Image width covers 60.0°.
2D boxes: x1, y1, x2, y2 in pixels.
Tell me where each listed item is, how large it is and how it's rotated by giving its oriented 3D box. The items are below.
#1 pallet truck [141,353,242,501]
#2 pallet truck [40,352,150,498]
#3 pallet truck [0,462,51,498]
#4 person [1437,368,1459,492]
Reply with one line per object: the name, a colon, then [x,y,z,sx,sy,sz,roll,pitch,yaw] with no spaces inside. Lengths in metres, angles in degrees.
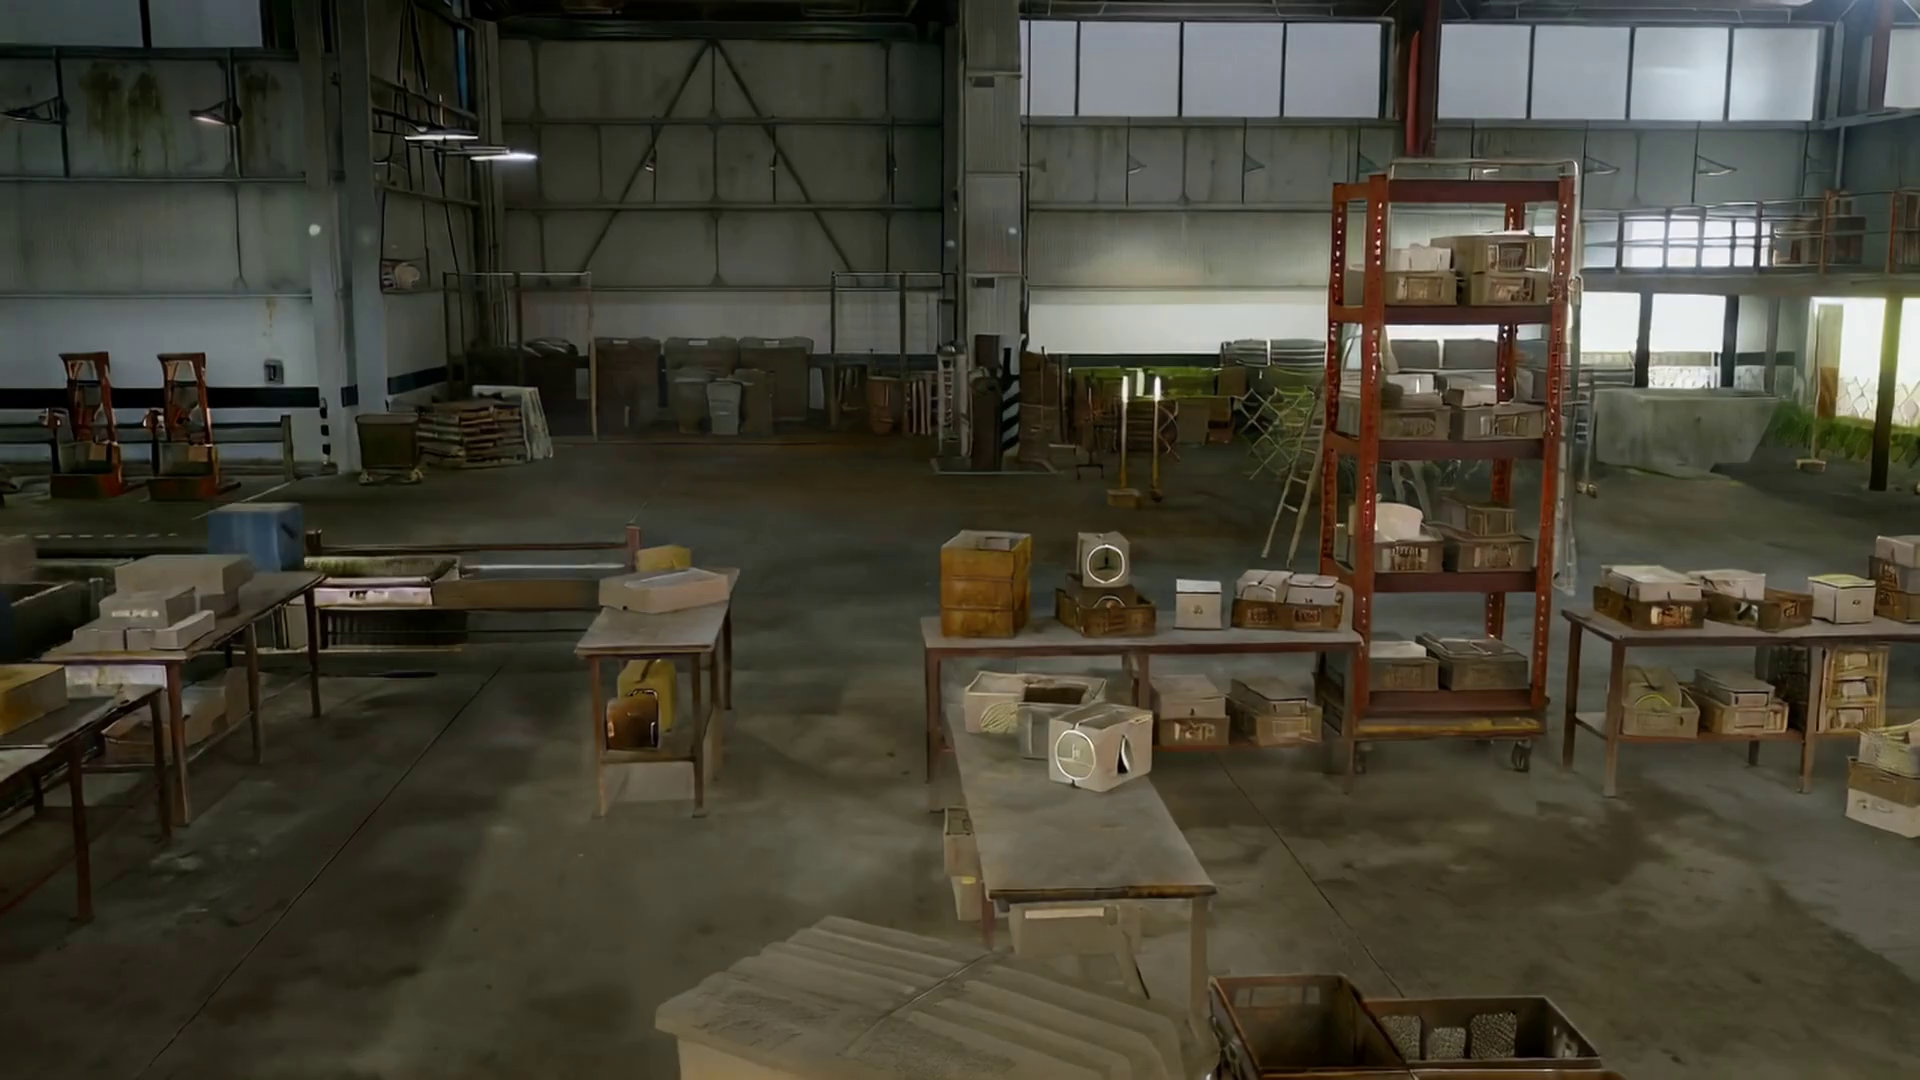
pallet truck: [-10.520,-1.604,22.925,0.823,1.965,1.885,-1,9,-6]
pallet truck: [-11.907,-1.642,23.165,0.823,1.965,1.885,0,9,0]
pallet truck: [-13.193,-1.293,23.148,0.653,1.274,1.630,-1,9,-4]
person: [6.881,-1.548,23.368,0.297,1.744,0.484,3,10,20]
